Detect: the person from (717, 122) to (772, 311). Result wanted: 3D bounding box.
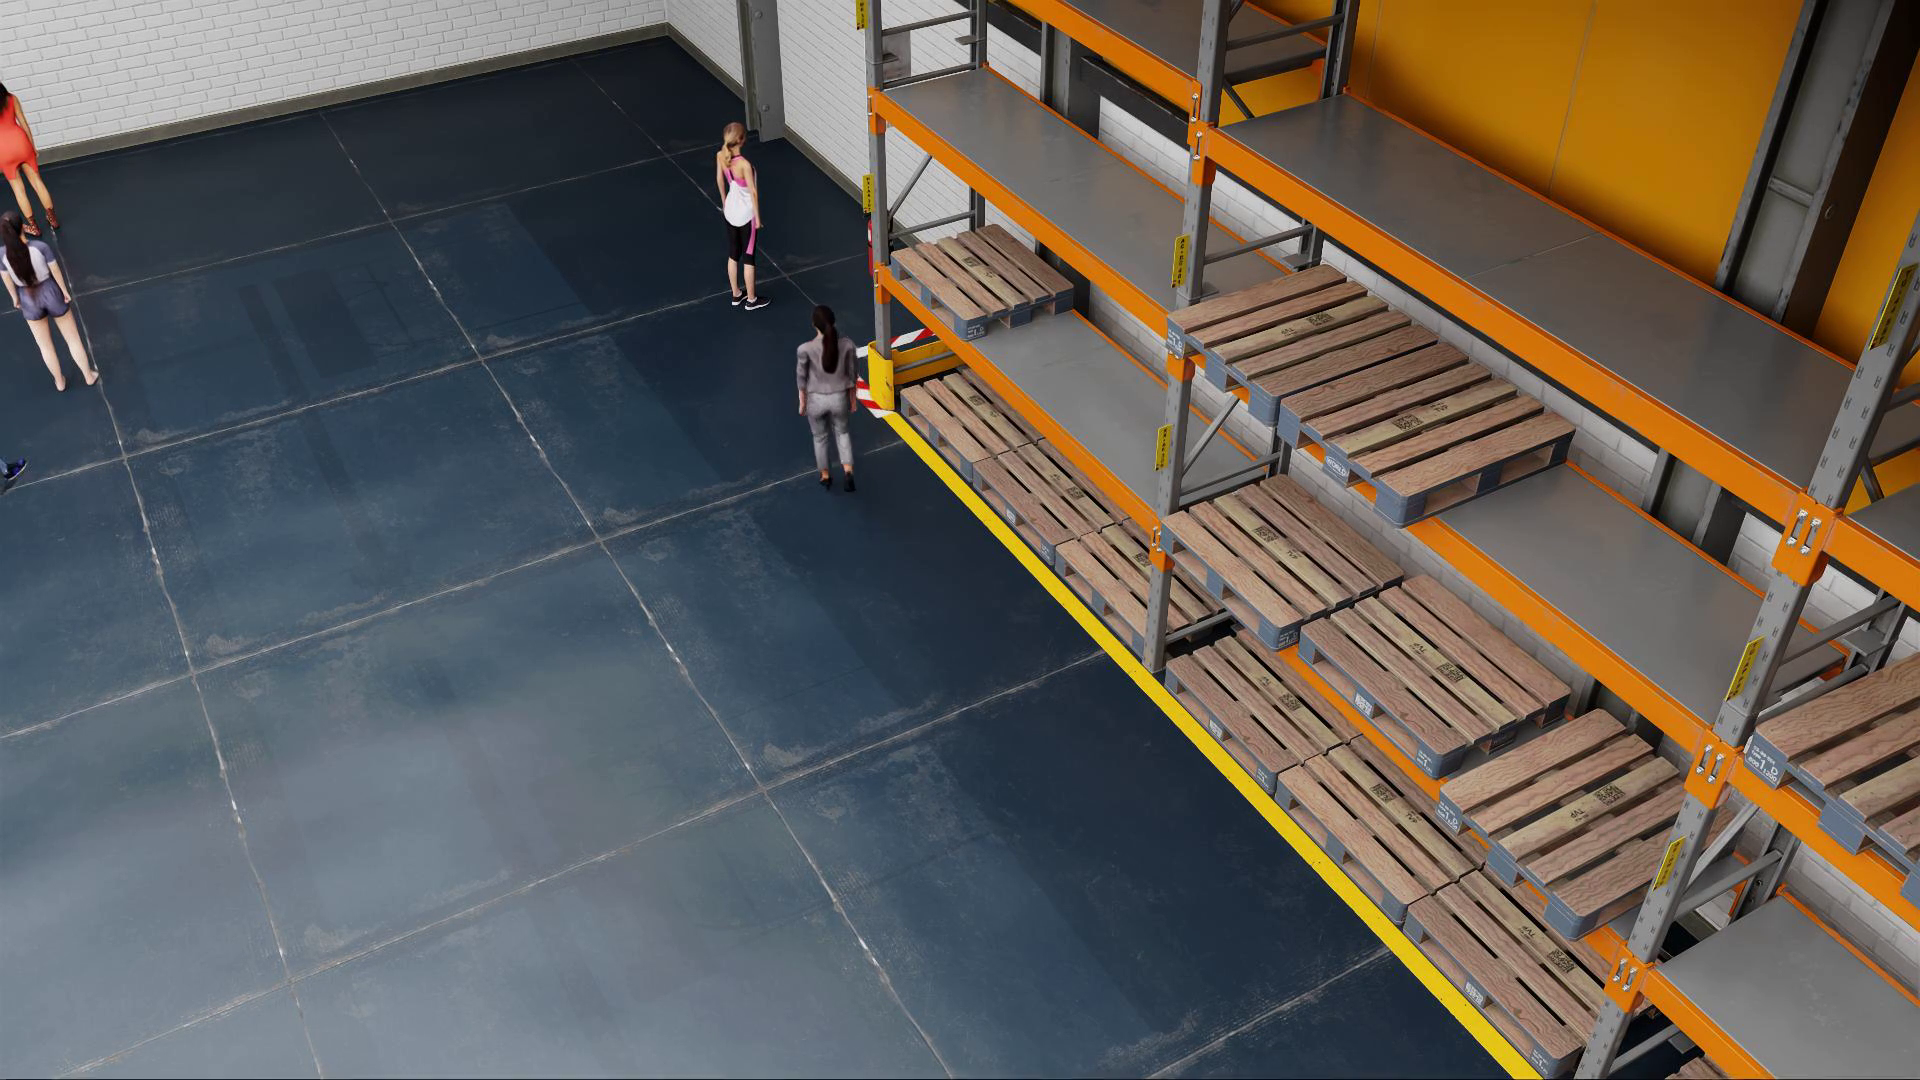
[{"bbox_3d":[-1.995,-2.935,15.073,0.587,1.786,0.738,26,46,29],"label":"person"}]

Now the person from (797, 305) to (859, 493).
[{"bbox_3d":[-0.994,-1.006,12.755,0.714,1.665,0.826,-11,40,-13],"label":"person"}]

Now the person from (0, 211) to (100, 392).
[{"bbox_3d":[-7.737,-2.012,14.027,0.618,1.649,0.544,-15,41,-18],"label":"person"}]

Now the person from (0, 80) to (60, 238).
[{"bbox_3d":[-9.208,-3.782,16.187,0.645,1.719,0.656,27,46,29],"label":"person"}]
